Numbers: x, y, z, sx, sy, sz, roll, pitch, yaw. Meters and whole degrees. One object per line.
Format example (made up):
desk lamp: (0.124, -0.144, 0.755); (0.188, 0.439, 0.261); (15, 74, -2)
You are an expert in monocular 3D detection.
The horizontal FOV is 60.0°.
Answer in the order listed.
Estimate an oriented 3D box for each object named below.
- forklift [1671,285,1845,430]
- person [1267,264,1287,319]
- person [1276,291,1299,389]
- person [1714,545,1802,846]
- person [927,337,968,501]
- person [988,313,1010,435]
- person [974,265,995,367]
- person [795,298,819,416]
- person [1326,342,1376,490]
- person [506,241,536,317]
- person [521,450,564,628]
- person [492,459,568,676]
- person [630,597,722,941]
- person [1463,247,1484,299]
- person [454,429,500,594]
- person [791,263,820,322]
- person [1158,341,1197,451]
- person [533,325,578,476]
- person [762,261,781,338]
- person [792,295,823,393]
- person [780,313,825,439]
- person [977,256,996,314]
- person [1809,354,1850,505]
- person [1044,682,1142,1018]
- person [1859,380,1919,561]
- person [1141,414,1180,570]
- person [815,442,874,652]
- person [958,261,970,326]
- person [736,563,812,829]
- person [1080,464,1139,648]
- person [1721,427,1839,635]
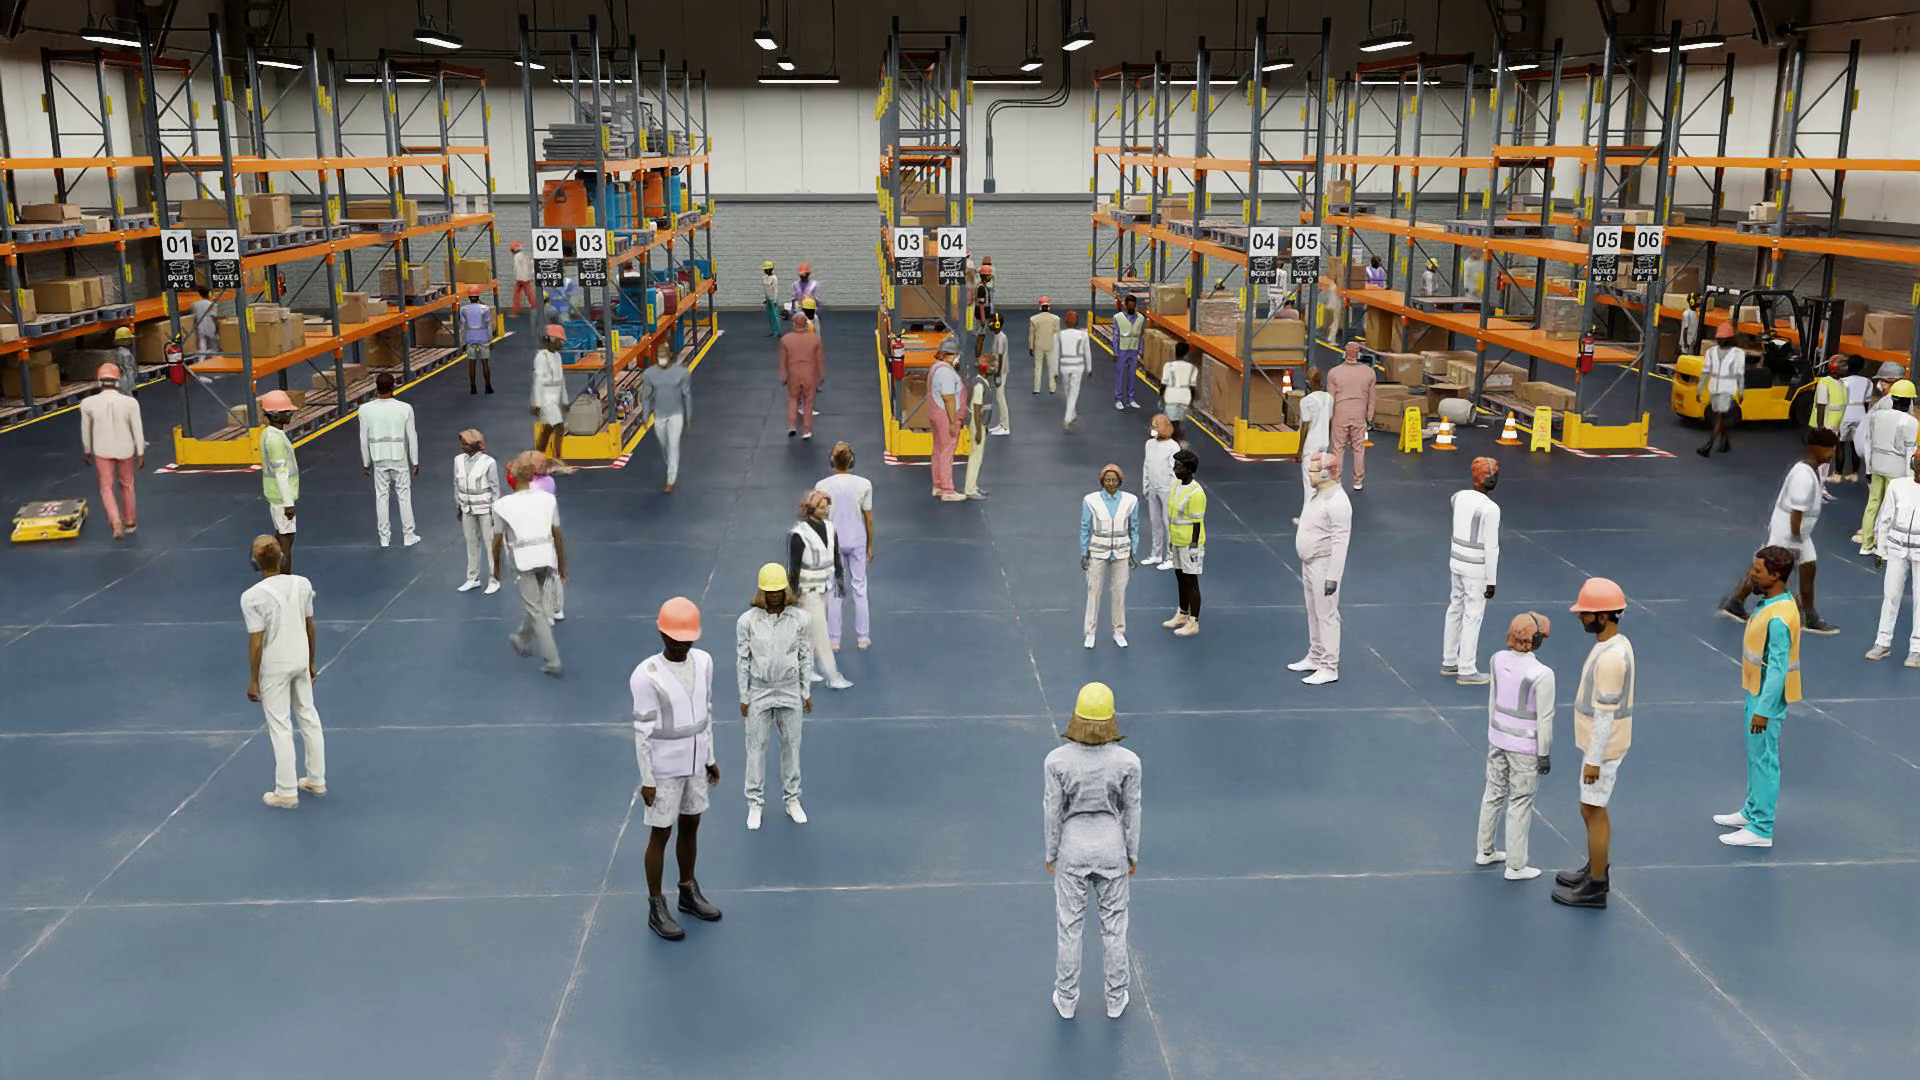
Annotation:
forklift: (12.503, -2.886, 26.166); (2.313, 2.155, 1.214); (-1, 13, -3)
person: (7.282, -5.558, 38.166); (0.358, 1.880, 0.575); (-9, 16, -33)
person: (5.967, -3.639, 30.265); (0.302, 1.772, 0.525); (-12, 18, -42)
person: (5.040, 0.973, 10.408); (0.391, 1.919, 0.590); (5, 14, 19)
person: (-0.132, -1.522, 20.717); (0.537, 2.000, 0.675); (-4, 14, -16)
person: (0.589, -2.535, 25.412); (0.327, 1.860, 0.499); (-1, 13, -4)
person: (0.492, -4.463, 33.205); (0.410, 2.034, 0.604); (1, 13, 5)
person: (-2.498, -2.994, 27.230); (0.417, 1.917, 0.582); (-7, 15, -29)
person: (4.957, -1.575, 21.225); (0.651, 1.907, 0.409); (-1, 13, -2)
person: (-11.376, -6.766, 43.173); (0.714, 1.948, 0.661); (2, 13, 7)
person: (-3.824, -0.011, 15.177); (0.310, 1.638, 0.523); (3, 14, 12)
person: (-3.623, 0.213, 13.914); (1.015, 1.781, 0.555); (12, 18, 42)
person: (-1.546, 1.244, 9.235); (0.384, 1.930, 0.547); (10, 17, 37)
person: (13.001, -6.449, 41.989); (0.726, 1.863, 0.399); (-6, 14, -23)
person: (-4.731, -0.283, 16.331); (0.515, 1.638, 0.315); (6, 14, 23)
person: (-3.163, -4.737, 34.439); (0.610, 2.012, 0.958); (5, 14, 19)
person: (3.091, -1.938, 23.301); (0.565, 1.665, 0.676); (-5, 14, -20)
person: (-5.381, -1.853, 22.210); (0.815, 1.995, 0.663); (2, 13, 9)
person: (-4.378, -5.541, 38.365); (0.367, 1.758, 0.525); (-9, 16, -33)
person: (-2.710, -3.497, 29.694); (0.562, 1.753, 0.333); (8, 15, 30)
person: (-2.367, -2.473, 25.080); (0.651, 1.888, 0.536); (0, 13, 2)
person: (0.678, -6.394, 42.255); (0.504, 1.626, 0.299); (-5, 14, -20)
person: (10.687, -1.373, 20.503); (0.570, 1.842, 0.379); (-12, 18, -42)
person: (0.659, 1.552, 8.330); (0.489, 1.744, 0.295); (0, 13, 1)
person: (9.877, -0.740, 17.643); (0.366, 1.926, 0.593); (-5, 14, -21)
person: (2.088, -0.508, 17.316); (0.282, 1.624, 0.495); (-10, 17, -37)
person: (-1.000, 0.063, 14.420); (0.507, 1.847, 0.343); (-2, 13, -8)
person: (0.092, -6.046, 40.772); (0.351, 1.618, 0.535); (5, 14, 20)
person: (-1.185, 0.994, 10.691); (0.484, 1.745, 0.297); (-4, 14, -15)
person: (1.305, 0.139, 14.537); (0.518, 1.639, 0.312); (-1, 13, -4)
person: (7.477, -0.111, 15.049); (0.969, 1.909, 0.608); (10, 16, 36)
